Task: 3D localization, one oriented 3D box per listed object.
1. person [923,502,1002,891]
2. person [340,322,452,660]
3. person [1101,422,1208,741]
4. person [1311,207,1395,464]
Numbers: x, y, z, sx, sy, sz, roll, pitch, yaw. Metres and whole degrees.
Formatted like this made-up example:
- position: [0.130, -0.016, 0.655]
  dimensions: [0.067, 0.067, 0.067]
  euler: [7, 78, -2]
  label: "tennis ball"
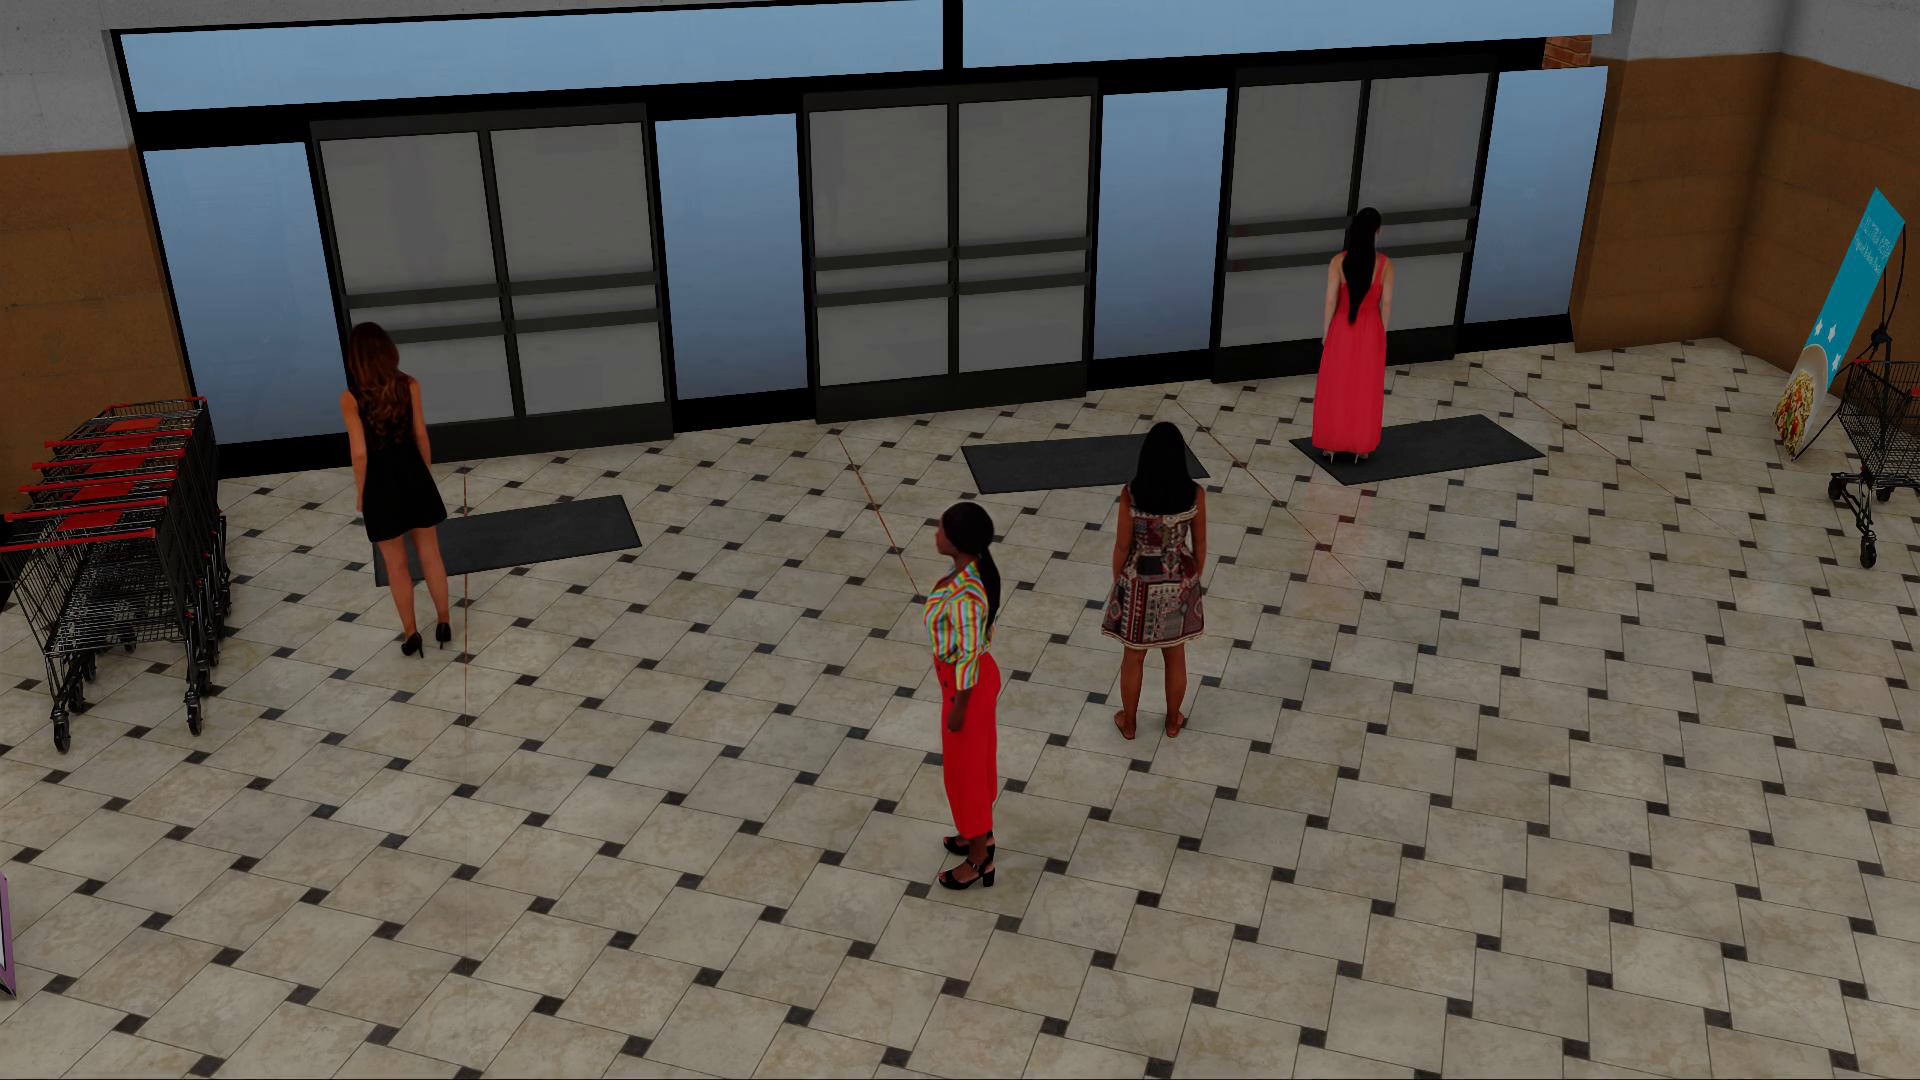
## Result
- position: [0.037, 0.653, 6.838]
  dimensions: [0.741, 1.792, 0.608]
  euler: [4, 27, 9]
  label: "person"
- position: [-2.892, -0.238, 8.547]
  dimensions: [0.658, 1.835, 0.655]
  euler: [-20, 33, -34]
  label: "person"
- position: [0.931, 0.204, 7.886]
  dimensions: [0.692, 1.645, 0.597]
  euler: [-1, 27, -3]
  label: "person"
- position: [2.560, -1.308, 10.777]
  dimensions: [0.704, 1.727, 0.717]
  euler: [6, 27, 11]
  label: "person"
